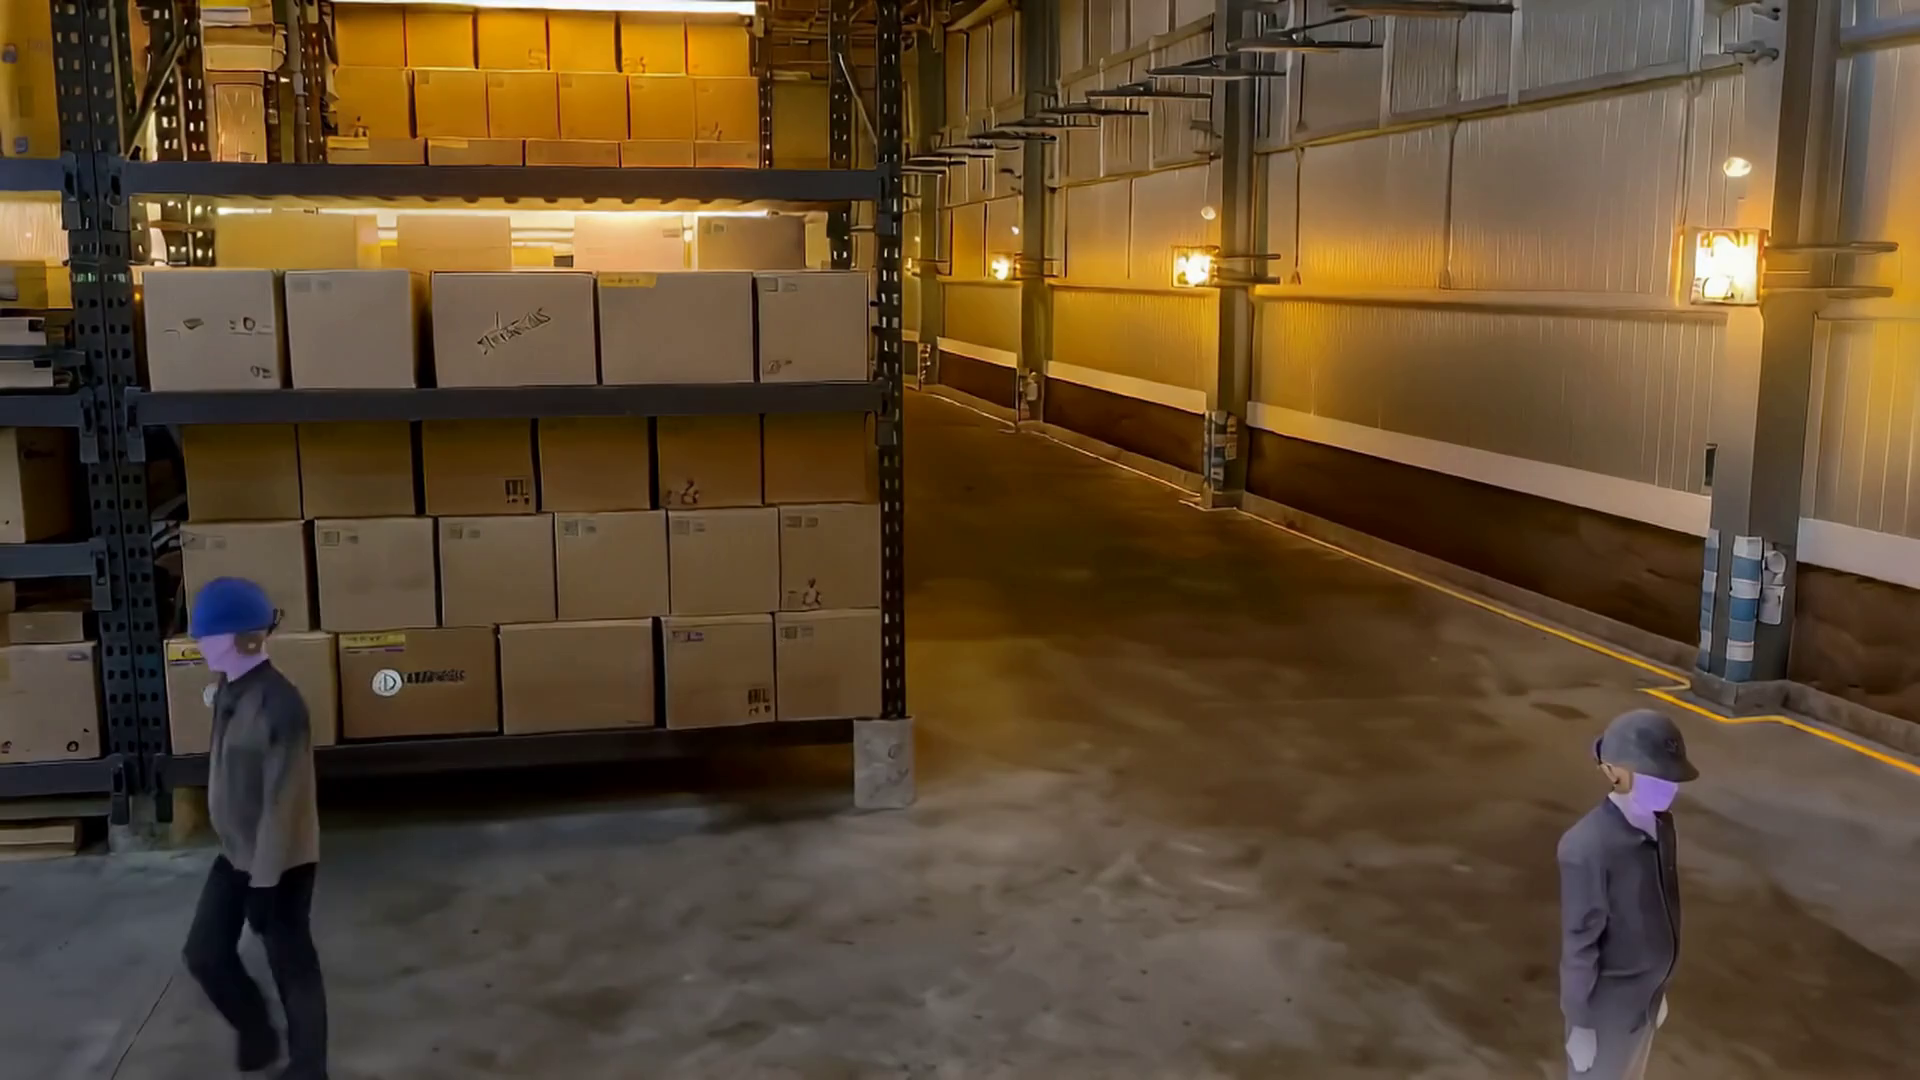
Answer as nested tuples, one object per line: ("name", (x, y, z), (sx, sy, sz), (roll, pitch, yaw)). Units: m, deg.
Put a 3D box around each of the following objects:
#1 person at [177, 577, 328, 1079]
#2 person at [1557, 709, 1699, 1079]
("person", (-2.499, 1.106, 5.795), (0.548, 1.975, 0.651), (-8, 12, -41))
("person", (1.986, 1.354, 4.975), (0.572, 1.749, 0.341), (-9, 13, -44))
